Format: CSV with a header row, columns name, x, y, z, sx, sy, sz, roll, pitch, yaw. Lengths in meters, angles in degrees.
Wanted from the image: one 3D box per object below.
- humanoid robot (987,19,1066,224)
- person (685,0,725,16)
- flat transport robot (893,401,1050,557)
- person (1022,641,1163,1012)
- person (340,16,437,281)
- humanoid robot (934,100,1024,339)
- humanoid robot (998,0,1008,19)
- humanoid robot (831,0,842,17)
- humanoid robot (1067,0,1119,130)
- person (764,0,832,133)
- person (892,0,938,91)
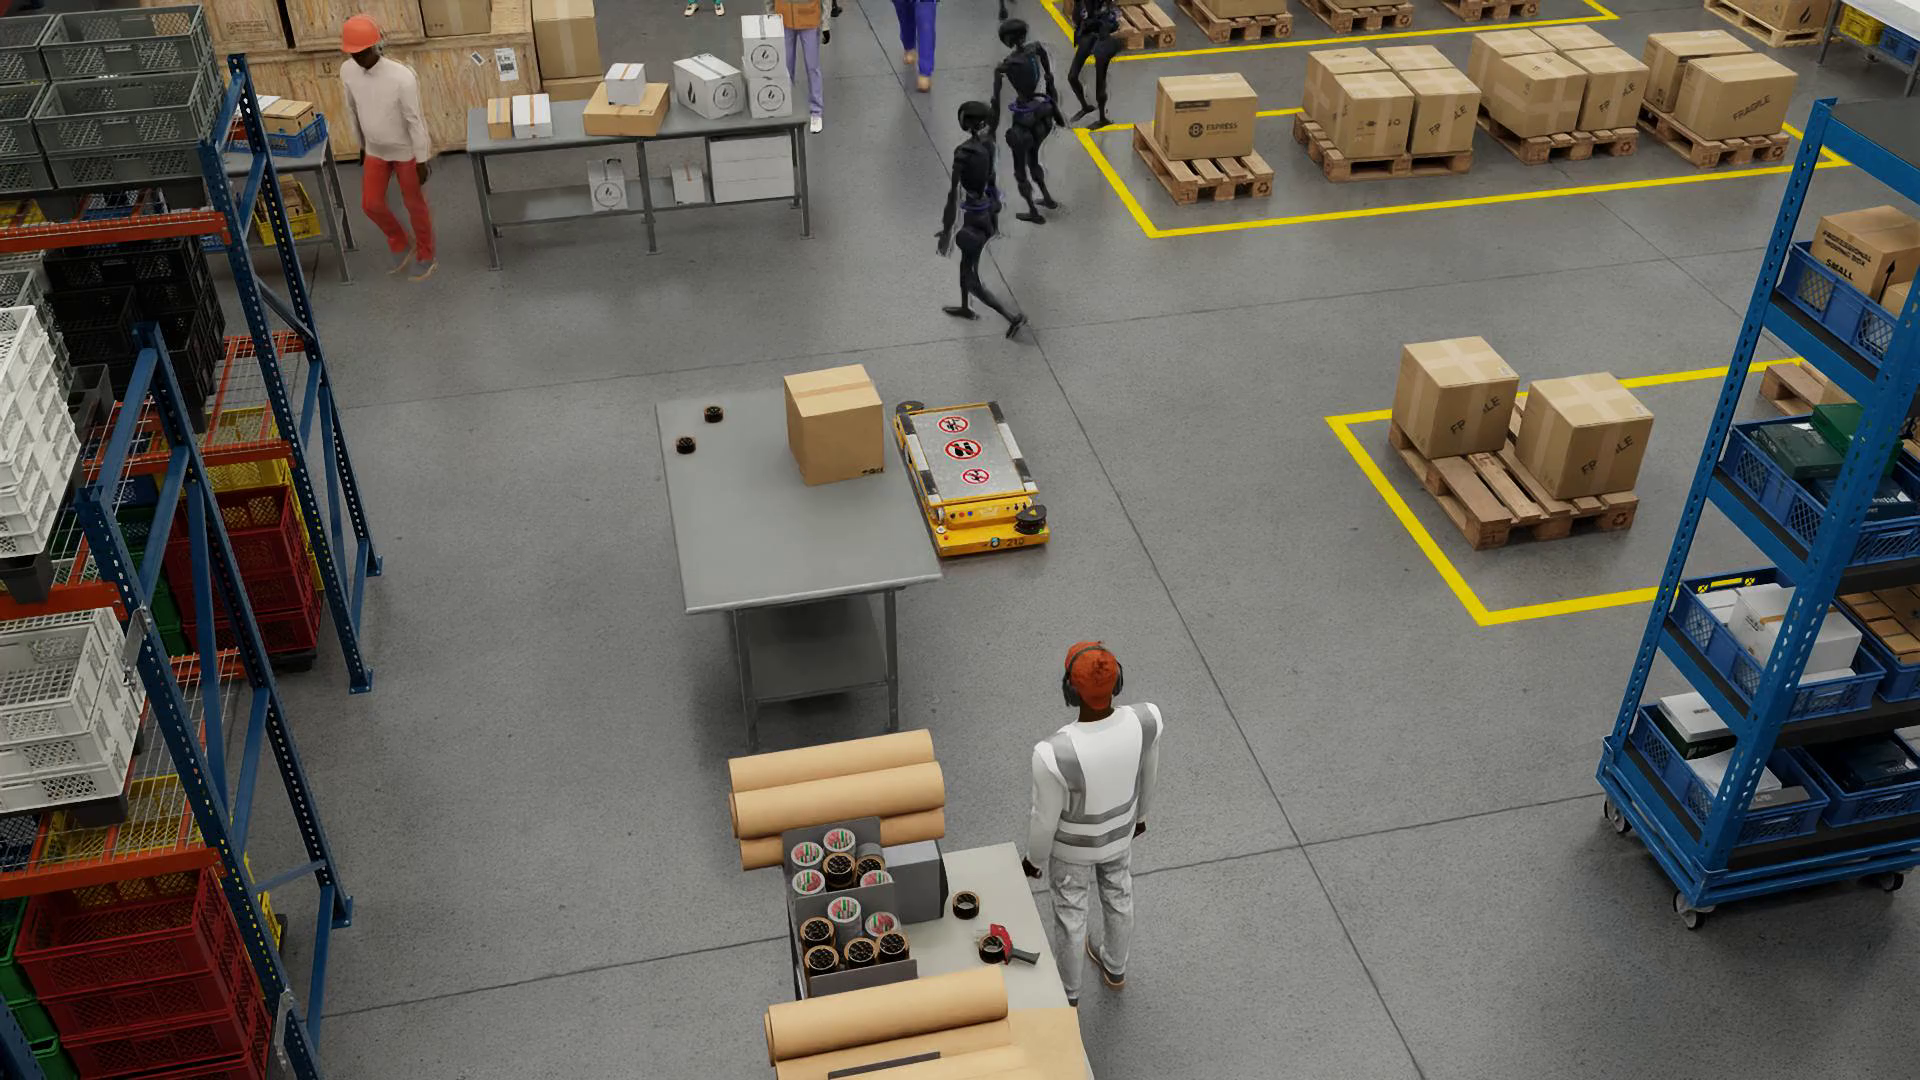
name,x,y,z,sx,sy,sz,roll,pitch,yaw
humanoid robot,0.497,-3.216,12.722,0.425,1.626,0.662,30,46,34
person,-2.580,-6.080,16.469,0.528,1.767,0.327,0,37,0
flat transport robot,0.046,-0.430,10.108,0.652,0.197,1.431,-8,37,-10
person,0.511,1.165,6.633,0.573,1.886,0.355,-18,40,-23
person,-4.054,-2.759,11.830,0.640,1.972,0.467,9,37,11
humanoid robot,0.157,-2.171,11.300,0.635,1.635,0.575,15,39,19
humanoid robot,0.460,-6.124,16.649,0.548,1.621,0.818,-2,37,-3
humanoid robot,-1.402,-6.063,16.520,0.580,1.653,0.315,3,37,3
humanoid robot,1.105,-4.283,14.138,0.513,1.641,0.588,-26,44,-31
person,-1.373,-4.401,14.083,0.587,1.923,0.379,7,37,9
person,-0.419,-5.224,15.092,0.687,2.000,1.000,4,37,6
